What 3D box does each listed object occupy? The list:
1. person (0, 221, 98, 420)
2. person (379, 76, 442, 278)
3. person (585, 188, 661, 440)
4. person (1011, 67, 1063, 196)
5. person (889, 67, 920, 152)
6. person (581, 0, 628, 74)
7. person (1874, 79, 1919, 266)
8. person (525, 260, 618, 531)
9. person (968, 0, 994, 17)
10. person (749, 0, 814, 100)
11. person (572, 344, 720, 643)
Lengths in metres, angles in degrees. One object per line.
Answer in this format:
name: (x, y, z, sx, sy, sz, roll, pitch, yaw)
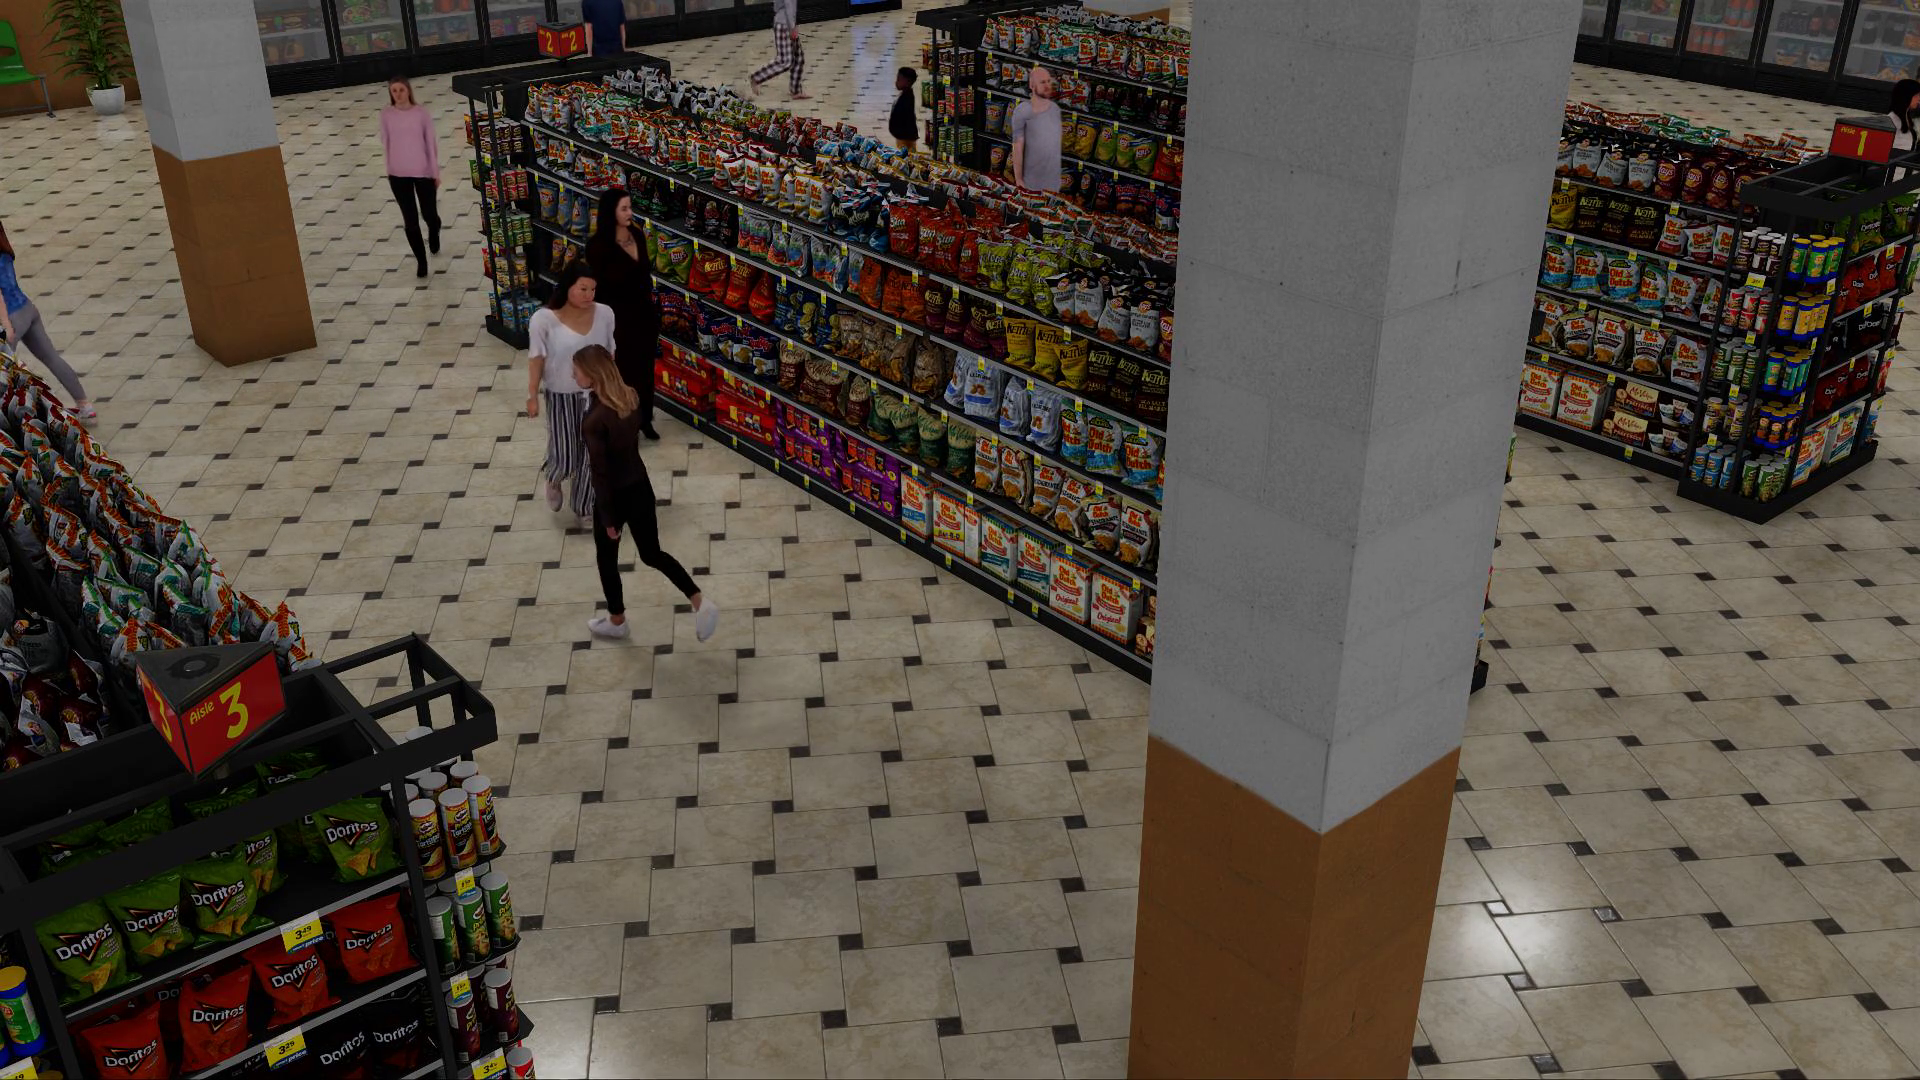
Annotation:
person: (-6.244, -1.464, 11.099, 1.090, 1.565, 1.101, -1, 27, -1)
person: (-4.687, -3.137, 14.279, 0.872, 1.671, 1.041, -5, 27, -10)
person: (-2.202, -1.425, 10.809, 0.707, 1.756, 0.734, 17, 32, 31)
person: (0.649, -2.999, 13.823, 0.655, 1.838, 0.566, -22, 34, -36)
person: (-0.482, -4.079, 16.594, 0.840, 1.258, 0.816, -1, 27, -3)
person: (-3.895, -5.373, 18.523, 0.852, 1.821, 1.215, -13, 30, -24)
person: (7.966, -3.141, 14.325, 0.637, 1.637, 0.679, 17, 31, 30)
person: (-2.301, -0.872, 9.829, 0.775, 1.656, 0.783, -13, 30, -24)
person: (0.286, -8.447, 24.531, 0.958, 1.869, 1.211, -12, 29, -22)
person: (-2.221, -6.280, 20.310, 1.052, 1.822, 1.059, -1, 27, -3)
person: (-1.633, -0.178, 8.441, 1.130, 1.674, 0.882, 14, 30, 26)
